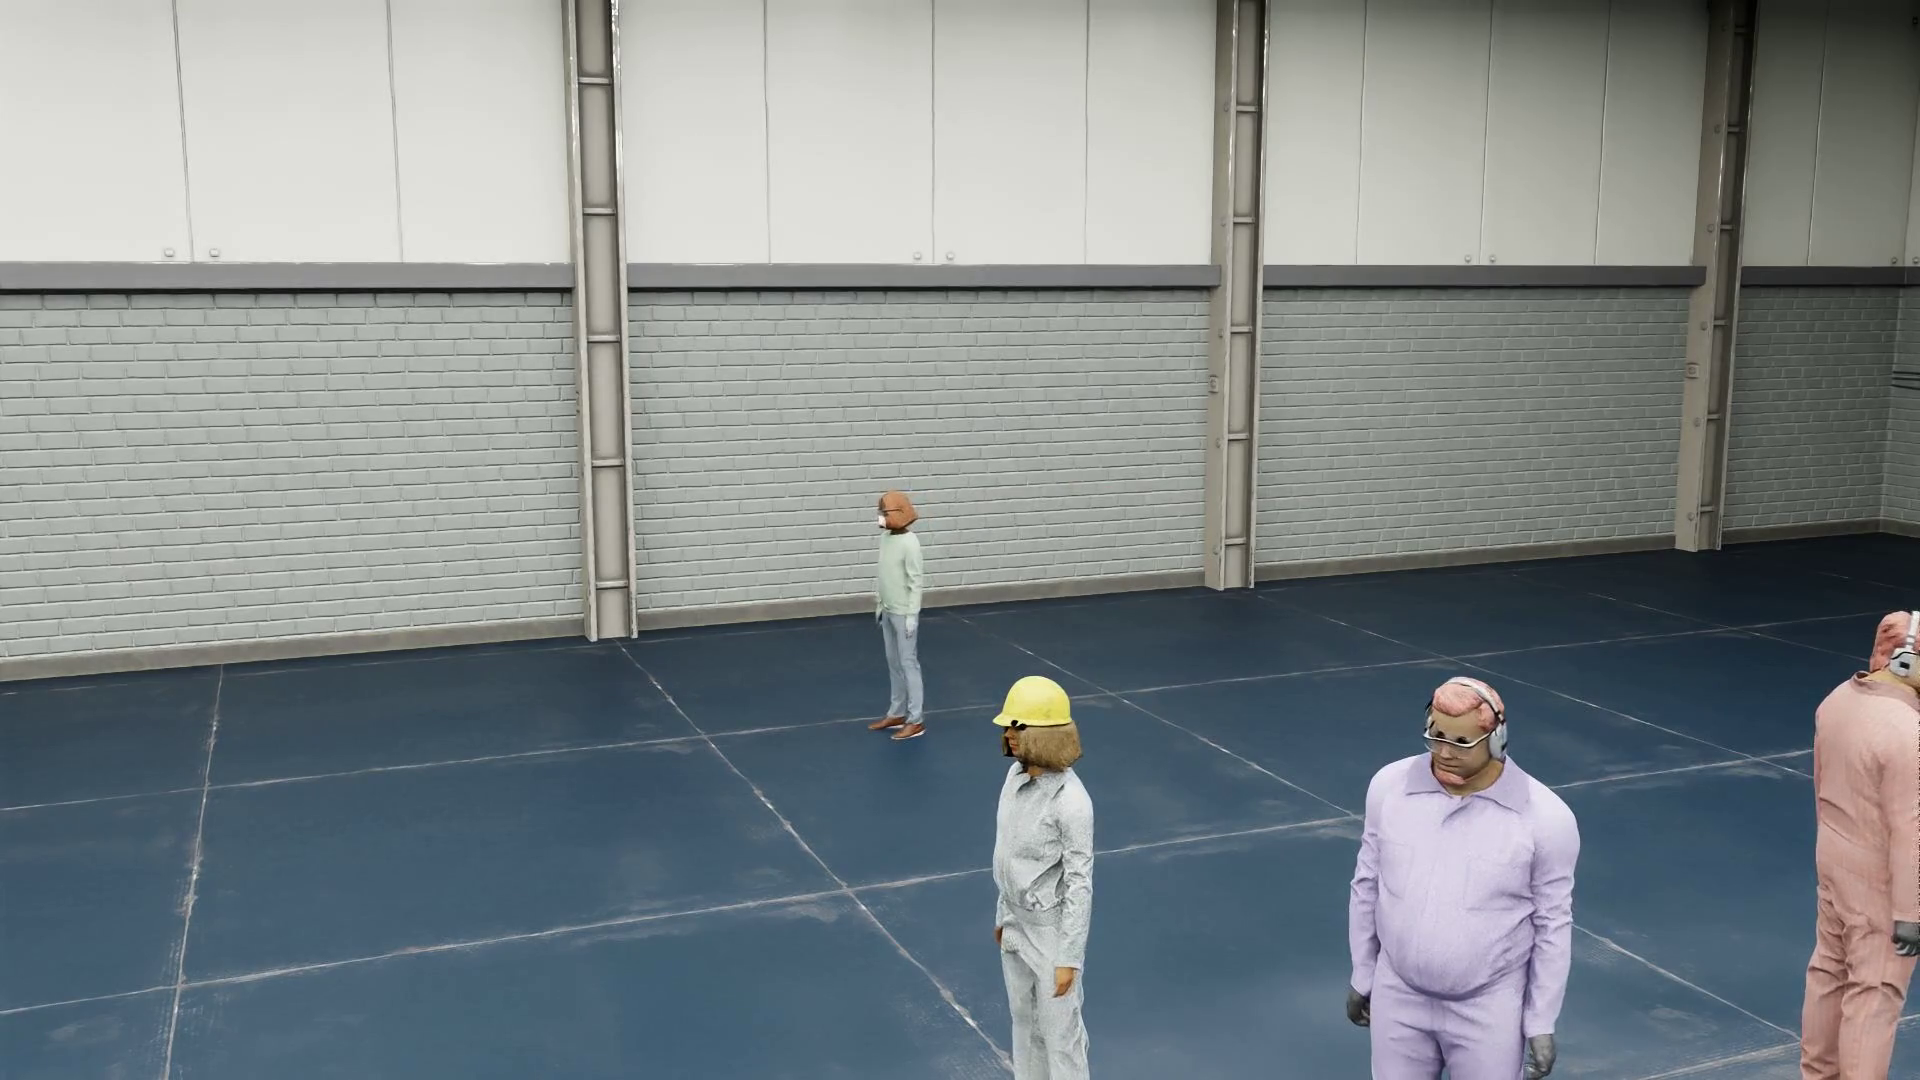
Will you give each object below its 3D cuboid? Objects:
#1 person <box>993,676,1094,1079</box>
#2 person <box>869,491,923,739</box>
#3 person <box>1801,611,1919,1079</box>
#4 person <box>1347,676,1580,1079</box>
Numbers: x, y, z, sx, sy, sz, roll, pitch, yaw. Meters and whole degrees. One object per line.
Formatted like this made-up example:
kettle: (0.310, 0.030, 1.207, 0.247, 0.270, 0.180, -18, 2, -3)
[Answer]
person: (0.249, 1.300, 5.485, 0.297, 1.745, 0.484, -5, 10, -27)
person: (-0.410, 0.487, 10.938, 0.268, 1.631, 0.507, -5, 10, -28)
person: (3.191, 1.179, 5.755, 0.399, 1.902, 0.642, 1, 9, 5)
person: (1.419, 1.327, 4.829, 0.639, 1.902, 0.407, 6, 11, 34)
